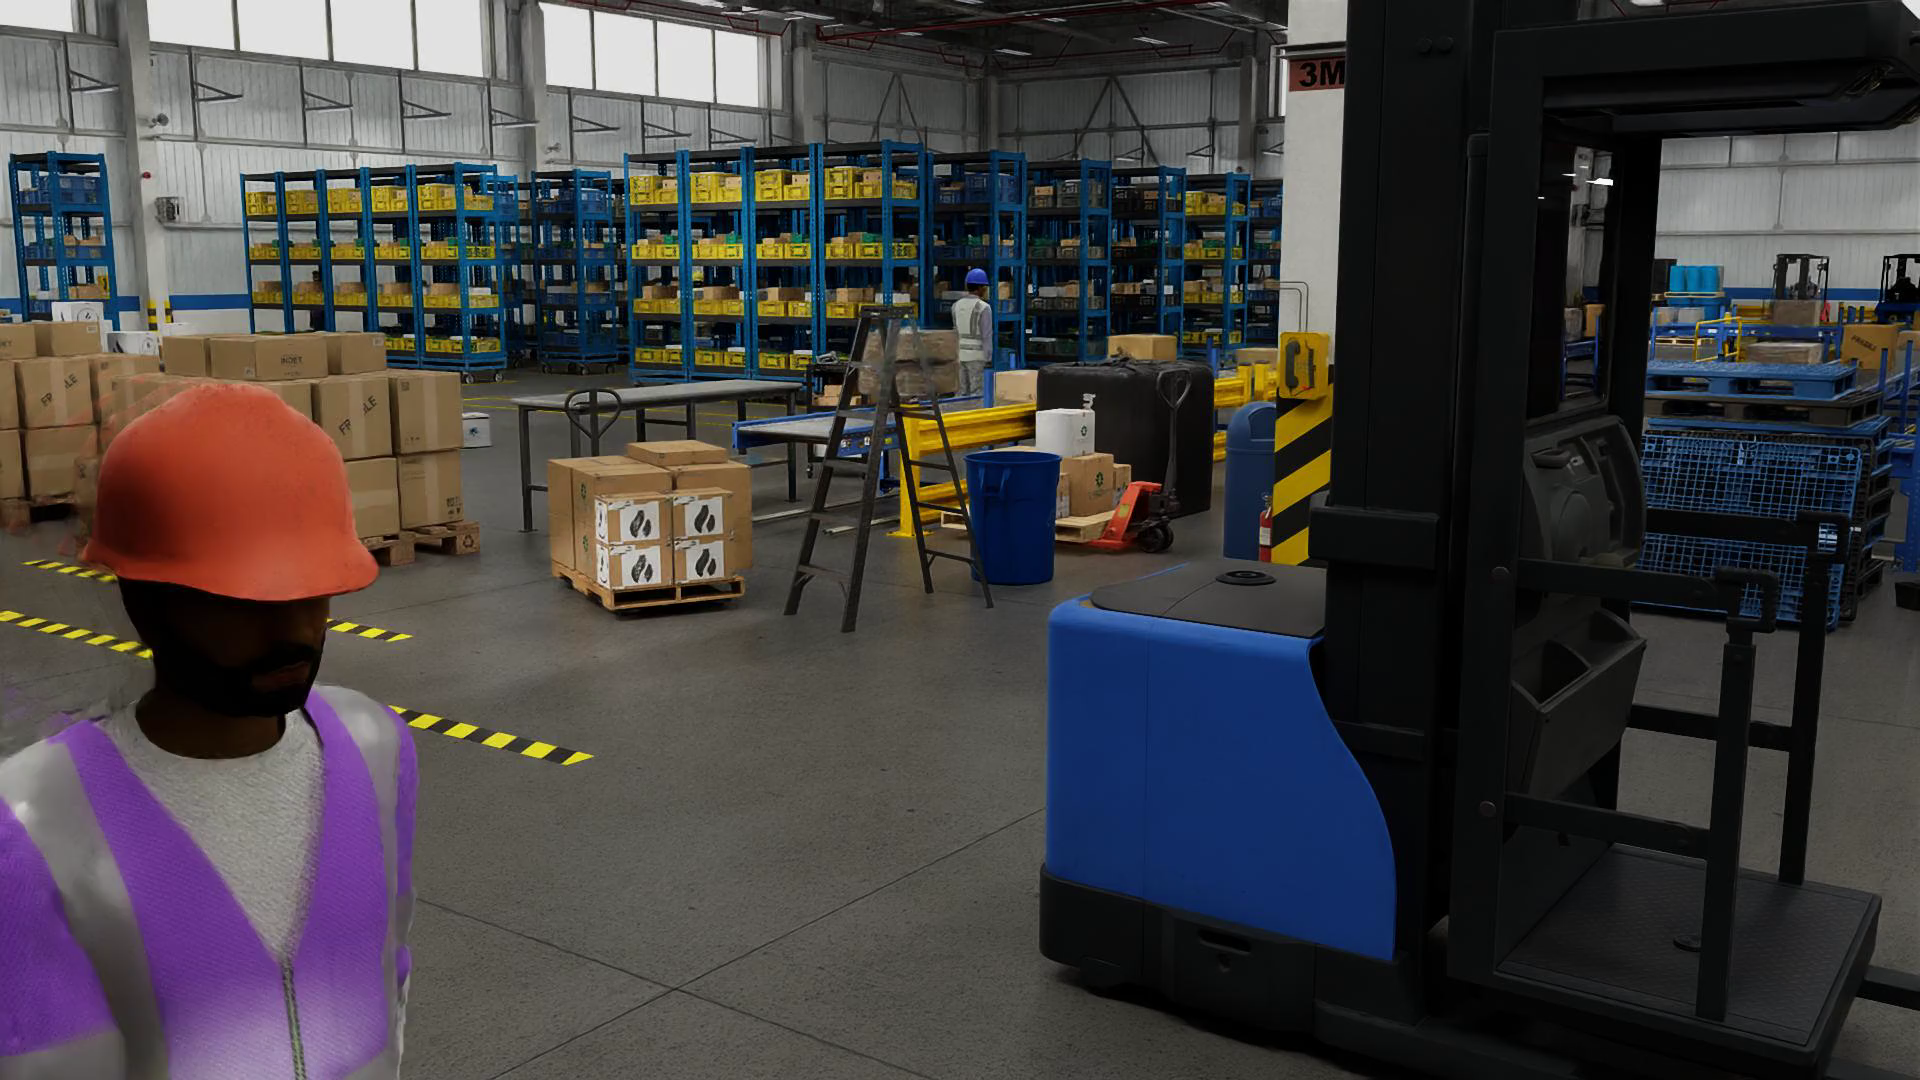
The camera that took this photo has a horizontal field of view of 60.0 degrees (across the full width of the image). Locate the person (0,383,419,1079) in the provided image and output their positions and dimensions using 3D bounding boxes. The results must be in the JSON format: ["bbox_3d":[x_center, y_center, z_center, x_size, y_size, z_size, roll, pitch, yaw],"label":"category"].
[{"bbox_3d":[-0.683,0.796,1.713,0.948,1.891,0.548,7,12,36],"label":"person"}]

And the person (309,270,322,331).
[{"bbox_3d":[-12.110,-4.191,31.585,0.570,1.842,0.383,4,10,21],"label":"person"}]

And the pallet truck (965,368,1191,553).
[{"bbox_3d":[0.845,-0.609,11.869,1.630,1.274,0.653,7,12,35],"label":"pallet truck"}]

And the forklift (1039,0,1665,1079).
[{"bbox_3d":[1.249,-0.137,4.360,1.873,2.768,1.129,7,12,35],"label":"forklift"}]

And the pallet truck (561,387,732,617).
[{"bbox_3d":[-1.981,-0.274,10.088,0.680,1.201,1.601,-5,11,-28],"label":"pallet truck"}]

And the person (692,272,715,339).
[{"bbox_3d":[-4.611,-3.820,29.406,0.588,1.833,0.404,-3,10,-18],"label":"person"}]

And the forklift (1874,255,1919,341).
[{"bbox_3d":[22.089,-5.634,38.796,1.157,1.987,2.680,6,11,33],"label":"forklift"}]

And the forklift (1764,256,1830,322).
[{"bbox_3d":[20.253,-5.854,40.139,1.157,1.987,2.680,7,12,35],"label":"forklift"}]

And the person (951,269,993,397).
[{"bbox_3d":[0.154,-2.019,18.387,0.416,1.940,0.601,-8,13,-41],"label":"person"}]
